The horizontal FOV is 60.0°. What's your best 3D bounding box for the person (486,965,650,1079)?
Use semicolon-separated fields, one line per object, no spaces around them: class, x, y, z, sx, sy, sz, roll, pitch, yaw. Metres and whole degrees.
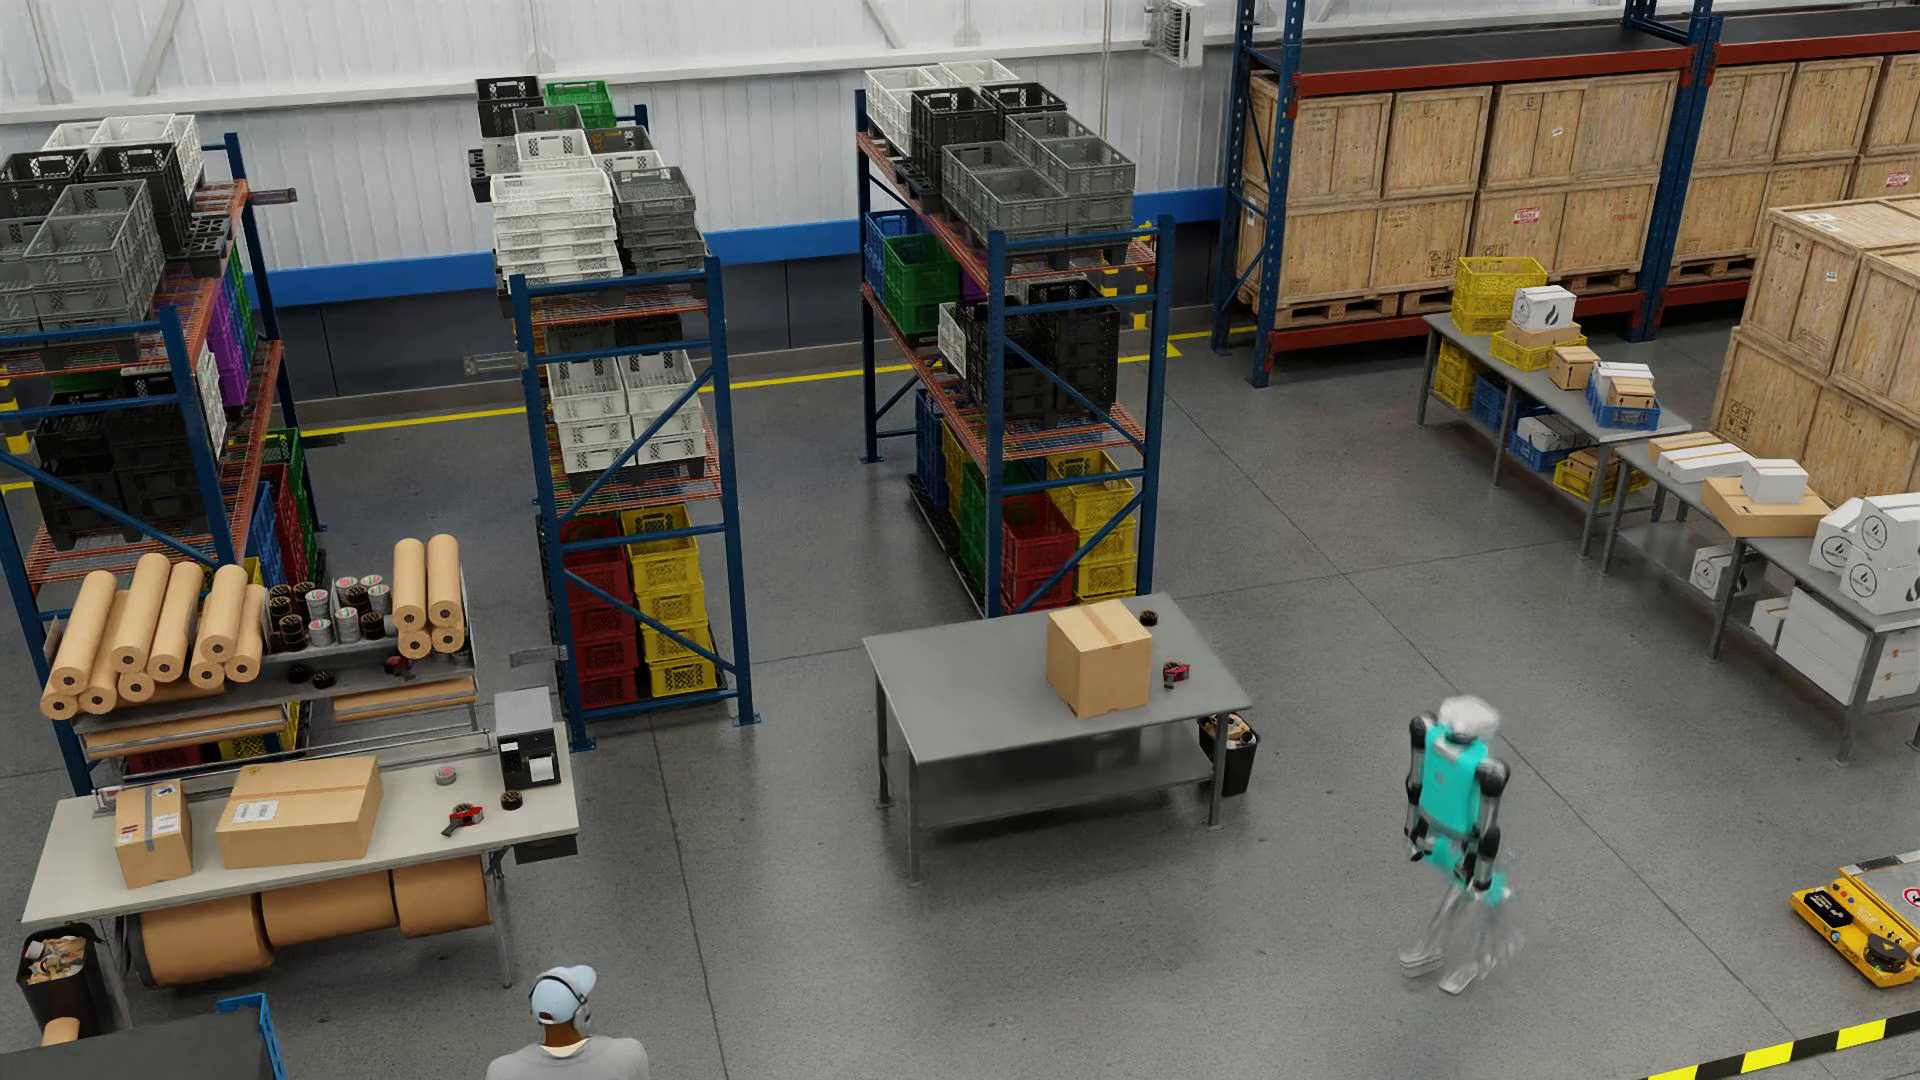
person;-1.419;2.335;6.270;0.596;1.849;0.388;-6;29;-12

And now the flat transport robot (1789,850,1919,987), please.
flat transport robot;5.163;1.916;8.676;1.431;0.231;0.659;-8;30;-14

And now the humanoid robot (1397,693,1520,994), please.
humanoid robot;2.470;1.396;7.957;0.735;1.678;0.533;-17;33;-28
